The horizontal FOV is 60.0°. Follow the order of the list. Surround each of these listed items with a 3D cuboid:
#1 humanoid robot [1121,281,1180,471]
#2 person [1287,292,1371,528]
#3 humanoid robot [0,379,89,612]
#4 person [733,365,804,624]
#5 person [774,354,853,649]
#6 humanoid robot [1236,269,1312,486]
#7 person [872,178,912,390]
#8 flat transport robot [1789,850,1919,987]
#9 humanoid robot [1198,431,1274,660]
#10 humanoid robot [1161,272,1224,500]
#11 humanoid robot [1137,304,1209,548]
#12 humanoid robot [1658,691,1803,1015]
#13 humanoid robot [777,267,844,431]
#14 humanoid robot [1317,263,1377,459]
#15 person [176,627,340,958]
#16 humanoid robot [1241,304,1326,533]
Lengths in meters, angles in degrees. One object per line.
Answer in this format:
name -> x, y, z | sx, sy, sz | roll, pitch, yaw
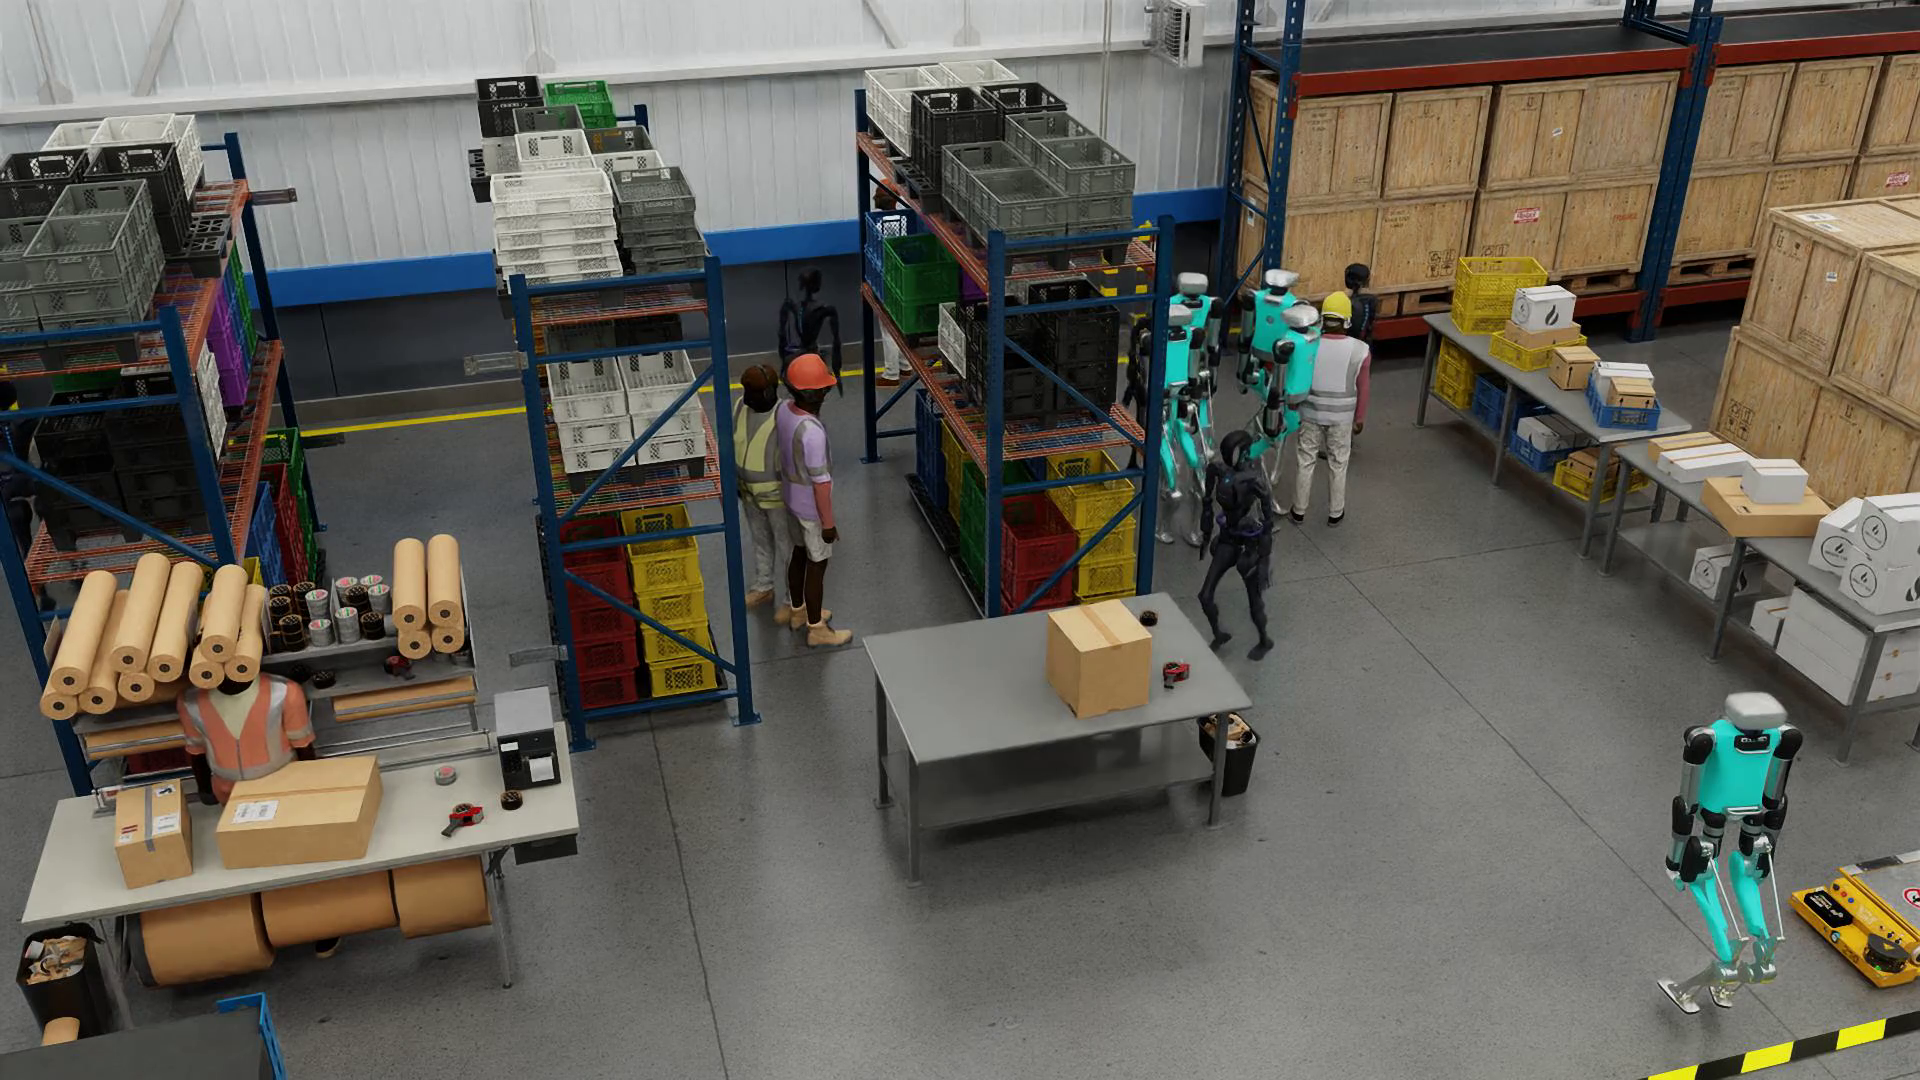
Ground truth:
humanoid robot -> 1.557, -1.259, 12.982 | 0.608, 1.648, 0.334 | -9, 30, -16
person -> 2.702, -0.947, 12.272 | 0.588, 1.821, 0.403 | 7, 29, 12
humanoid robot -> -6.355, -0.339, 11.338 | 0.601, 1.633, 0.724 | -10, 30, -18
person -> -1.276, -0.312, 11.096 | 0.623, 1.843, 0.431 | 23, 36, 35
person -> -0.954, -0.252, 10.780 | 0.373, 2.041, 0.614 | -15, 32, -25
humanoid robot -> 2.486, -1.336, 13.011 | 0.548, 1.757, 0.679 | 15, 32, 25
person -> -0.607, -2.238, 14.557 | 0.345, 1.882, 0.583 | 14, 32, 24
flat transport robot -> 5.163, 1.916, 8.676 | 1.431, 0.231, 0.659 | -8, 30, -14
humanoid robot -> 1.814, 0.023, 10.675 | 0.512, 1.630, 0.591 | -22, 36, -35
humanoid robot -> 1.746, -1.105, 12.597 | 0.533, 1.736, 0.726 | -4, 29, -7
humanoid robot -> 1.641, -0.760, 12.026 | 0.566, 1.773, 0.855 | -14, 32, -24
humanoid robot -> 3.606, 1.549, 7.683 | 0.533, 1.673, 0.735 | -2, 29, -4
humanoid robot -> -1.179, -1.394, 13.263 | 0.589, 1.627, 0.729 | 12, 31, 20
humanoid robot -> 3.034, -1.414, 13.269 | 0.613, 1.654, 0.385 | -20, 35, -32
person -> -3.435, 1.234, 8.164 | 0.602, 1.957, 0.364 | -3, 29, -6
humanoid robot -> 2.292, -0.958, 12.323 | 0.549, 1.754, 0.683 | -23, 36, -36
